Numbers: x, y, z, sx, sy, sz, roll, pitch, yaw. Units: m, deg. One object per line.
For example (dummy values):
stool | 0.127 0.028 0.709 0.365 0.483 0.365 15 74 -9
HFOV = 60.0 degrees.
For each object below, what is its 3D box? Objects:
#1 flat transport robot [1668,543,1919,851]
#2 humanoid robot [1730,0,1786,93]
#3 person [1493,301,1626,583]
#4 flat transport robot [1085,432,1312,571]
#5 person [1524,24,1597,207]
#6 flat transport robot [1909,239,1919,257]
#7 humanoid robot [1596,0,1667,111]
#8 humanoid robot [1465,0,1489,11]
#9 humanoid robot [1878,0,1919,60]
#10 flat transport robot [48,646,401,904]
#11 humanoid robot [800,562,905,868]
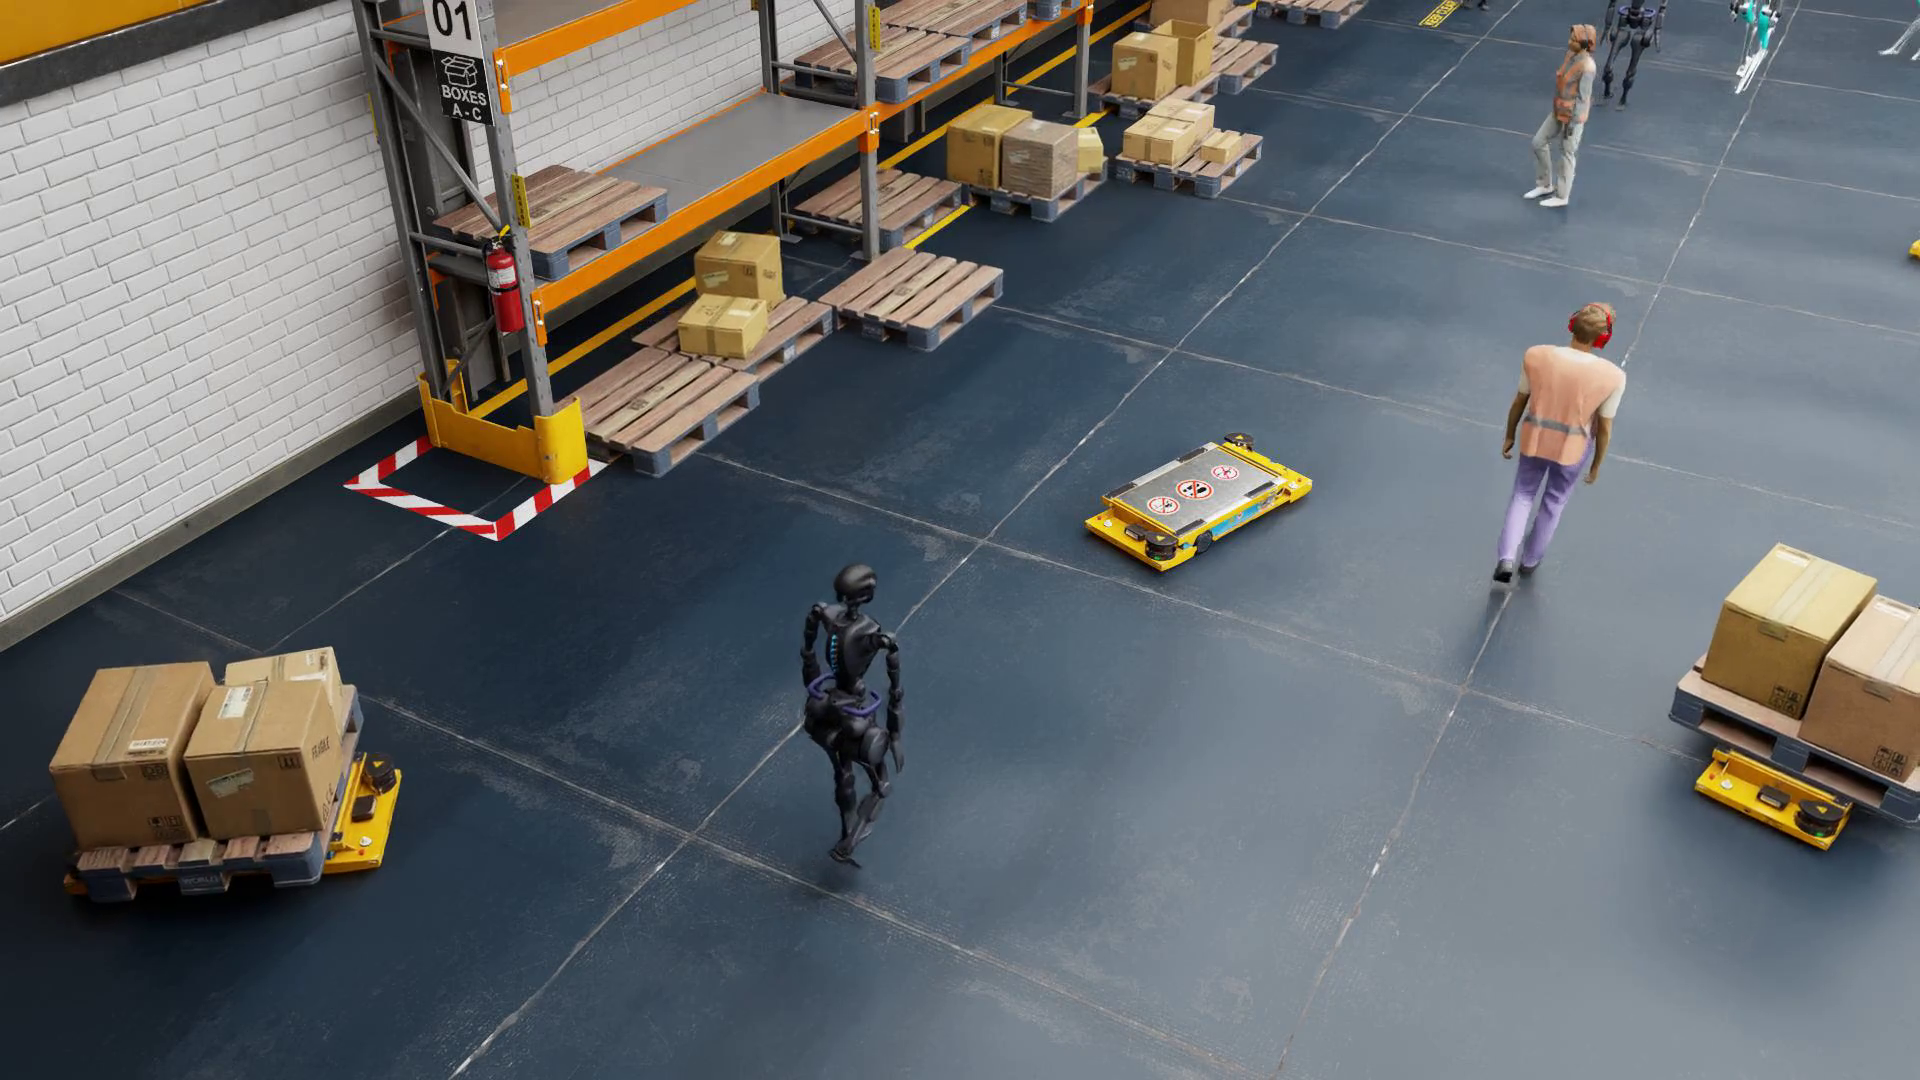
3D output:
flat transport robot | 4.418 1.033 8.585 0.659 0.231 1.431 27 42 35
humanoid robot | 8.378 -5.608 17.335 0.530 1.781 0.983 22 39 29
person | 3.399 -0.511 9.511 0.585 1.818 0.581 18 37 25
flat transport robot | 1.528 -0.259 10.540 1.431 0.231 0.659 -26 41 -34
person | 5.231 -3.673 14.467 0.479 1.619 0.549 -2 34 -3
flat transport robot | 8.676 -2.611 14.099 1.431 0.231 0.659 -28 43 -36
humanoid robot | 6.737 -5.107 16.604 0.601 1.645 0.371 19 38 26
humanoid robot | 6.283 -7.051 19.550 0.589 1.640 0.441 3 34 4
humanoid robot | 10.558 -6.067 18.003 0.718 1.780 0.533 -8 34 -11
flat transport robot | -3.508 1.369 8.077 1.431 0.231 0.659 -4 34 -6
humanoid robot | -0.541 0.823 7.632 0.591 1.645 0.415 20 39 28
